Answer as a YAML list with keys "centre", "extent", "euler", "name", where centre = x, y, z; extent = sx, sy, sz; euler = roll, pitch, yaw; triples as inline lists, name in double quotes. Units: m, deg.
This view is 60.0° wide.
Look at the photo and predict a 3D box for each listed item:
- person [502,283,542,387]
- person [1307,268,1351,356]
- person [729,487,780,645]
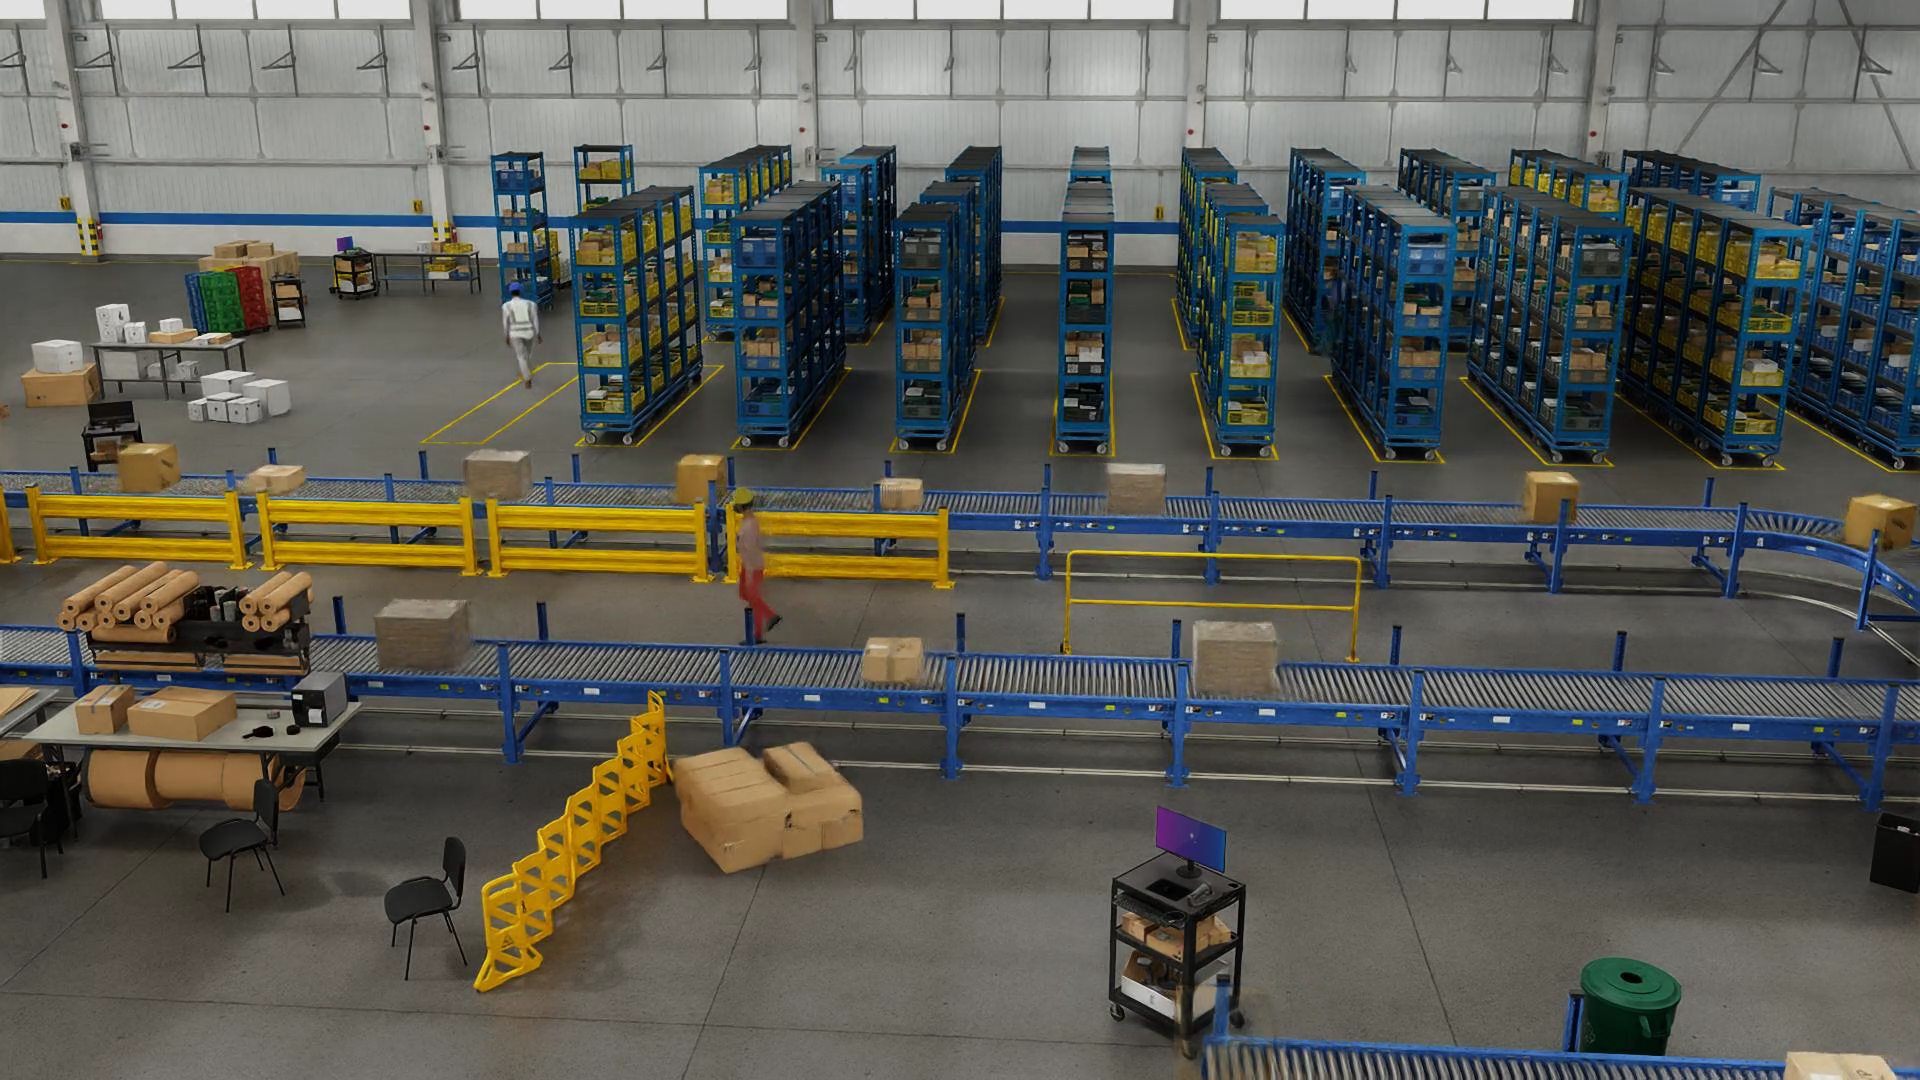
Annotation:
- centre: [-8.013, -3.754, 30.439]
  extent: [0.669, 1.862, 1.044]
  euler: [-11, 20, -30]
  name: "person"
- centre: [7.420, -4.470, 32.805]
  extent: [0.966, 1.792, 0.585]
  euler: [5, 18, 14]
  name: "person"
- centre: [-2.227, 0.279, 17.813]
  extent: [0.434, 1.757, 0.535]
  euler: [-4, 18, -12]
  name: "person"
